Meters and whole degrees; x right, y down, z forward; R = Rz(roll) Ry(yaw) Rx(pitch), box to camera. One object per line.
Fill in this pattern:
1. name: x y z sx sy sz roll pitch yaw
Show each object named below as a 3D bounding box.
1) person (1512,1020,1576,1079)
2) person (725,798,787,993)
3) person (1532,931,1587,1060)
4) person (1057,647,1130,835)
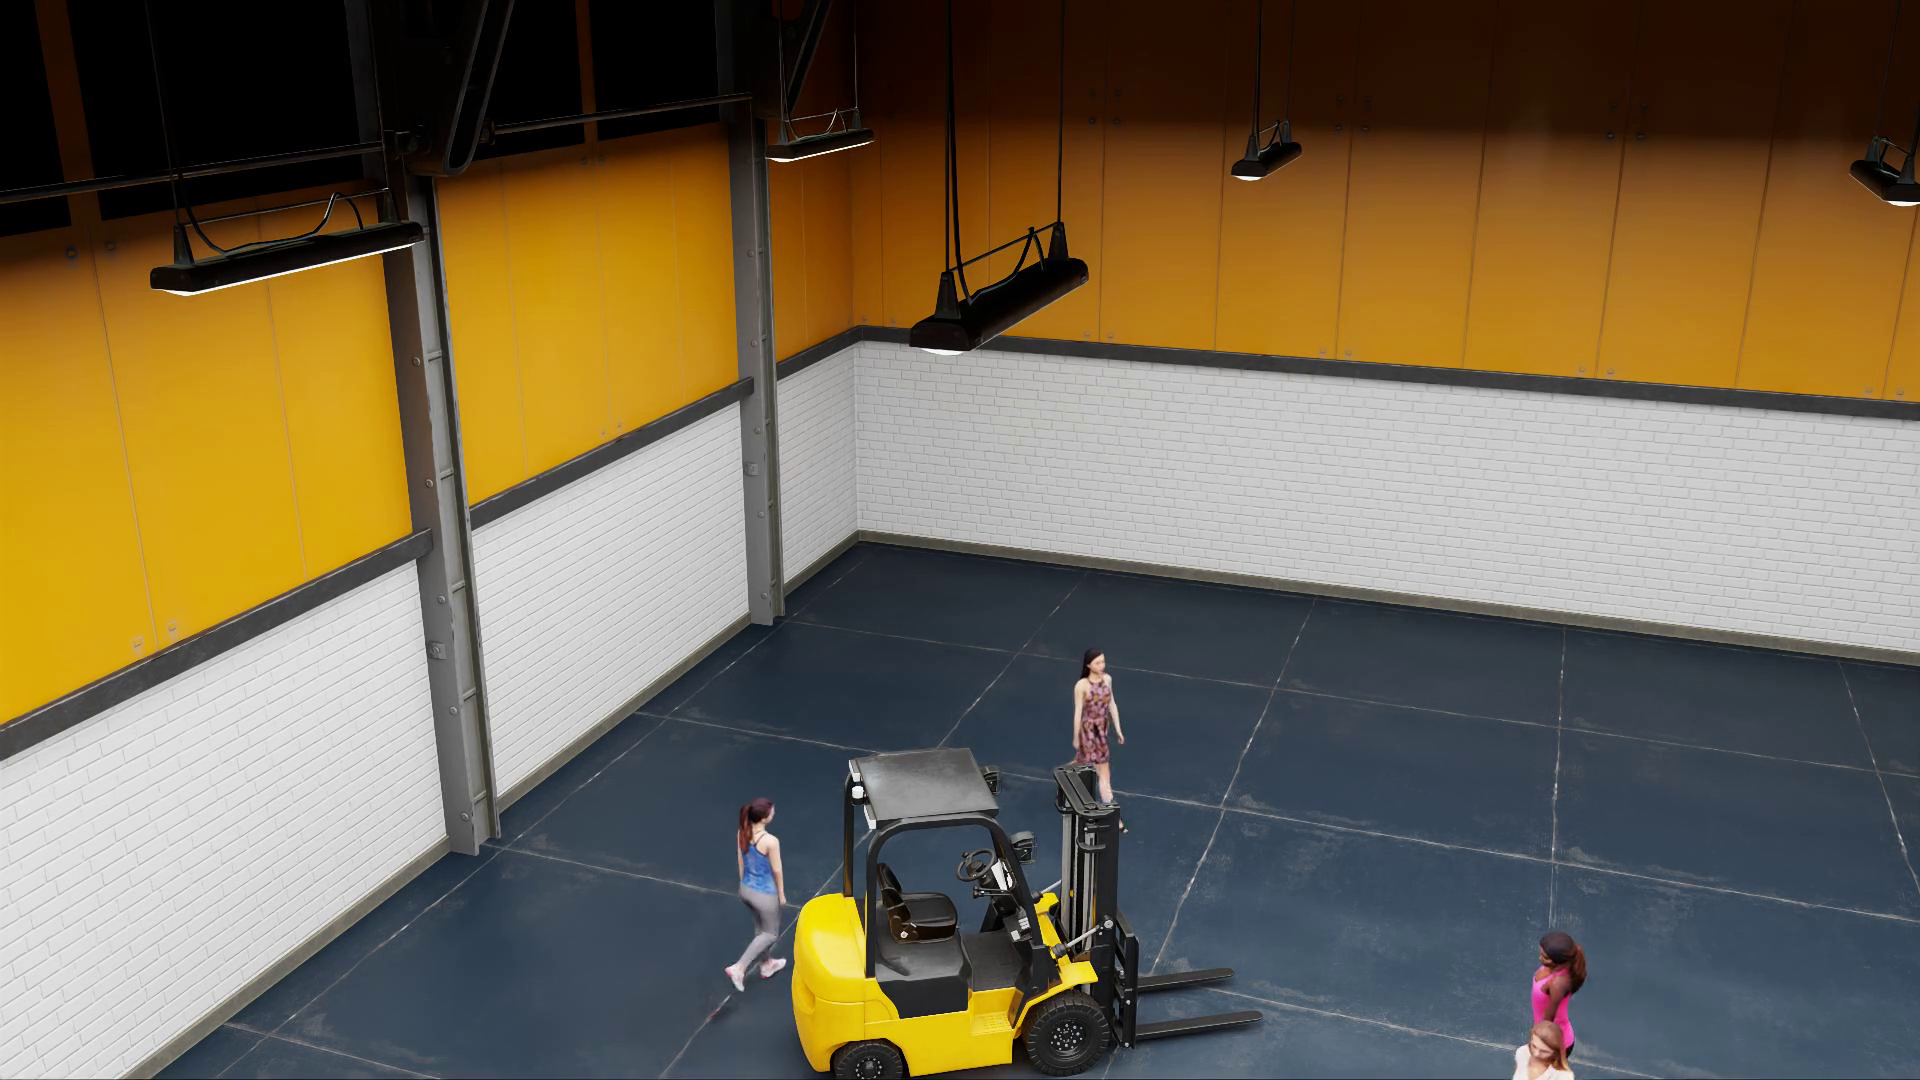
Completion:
1. person: 3.545 3.593 10.124 0.755 1.672 0.714 -12 22 -31
2. person: -1.576 2.746 12.768 0.740 1.590 0.978 13 23 35
3. person: 3.966 3.316 10.909 0.655 1.697 0.739 8 20 22
4. person: 1.171 1.806 15.357 1.165 1.719 1.032 -16 24 -38
